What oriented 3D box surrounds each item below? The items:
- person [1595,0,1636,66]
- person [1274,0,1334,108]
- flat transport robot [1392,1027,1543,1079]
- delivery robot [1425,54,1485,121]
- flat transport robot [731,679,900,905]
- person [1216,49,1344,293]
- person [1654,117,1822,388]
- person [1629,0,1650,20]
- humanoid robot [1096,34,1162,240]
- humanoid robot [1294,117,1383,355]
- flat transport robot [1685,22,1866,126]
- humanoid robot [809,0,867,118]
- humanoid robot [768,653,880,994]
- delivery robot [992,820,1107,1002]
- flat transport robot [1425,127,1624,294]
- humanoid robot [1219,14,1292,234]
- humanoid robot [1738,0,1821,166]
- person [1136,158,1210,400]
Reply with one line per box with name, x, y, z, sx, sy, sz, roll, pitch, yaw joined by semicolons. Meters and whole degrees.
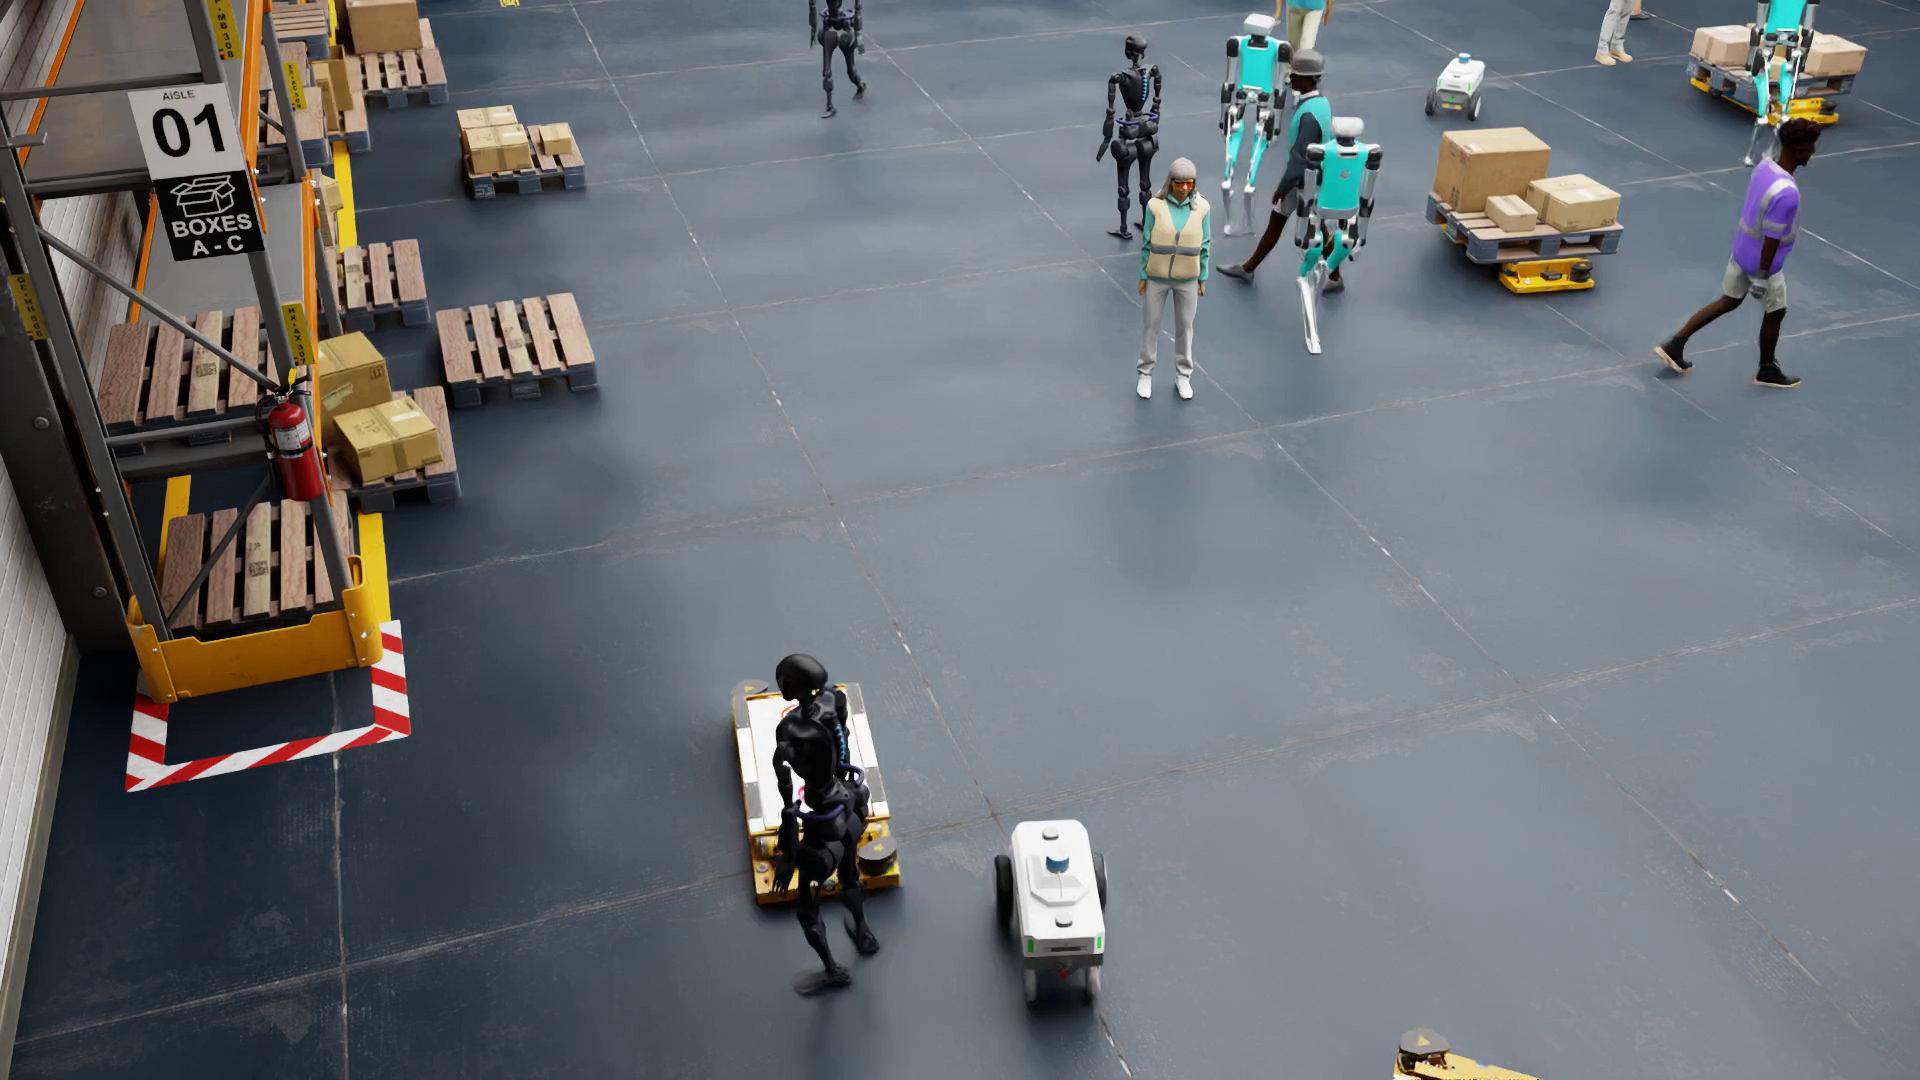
person;7.105;-5.979;17.563;0.468;1.871;0.357;-18;37;-25
person;3.468;-5.350;16.677;0.595;1.789;0.999;8;34;12
flat transport robot;1.837;2.454;6.095;0.659;0.231;1.431;12;35;17
delivery robot;4.965;-4.531;16.525;0.499;0.571;0.756;15;36;21
flat transport robot;-0.728;1.162;8.076;0.659;0.231;1.431;-6;34;-9
person;2.554;-2.769;12.630;1.016;1.876;0.563;1;33;2
person;5.428;-1.952;11.340;0.965;1.923;0.612;3;33;4
person;7.846;-6.846;19.069;0.375;1.675;0.462;-13;35;-19
humanoid robot;1.409;-3.309;13.632;0.599;1.657;0.315;-19;37;-26
humanoid robot;2.621;-2.268;12.040;0.536;1.824;0.874;-1;33;-2
flat transport robot;8.082;-4.480;16.730;0.659;0.231;1.431;-8;34;-13
humanoid robot;-1.173;-5.022;16.321;0.608;1.646;0.739;12;35;18
humanoid robot;-0.563;1.143;6.815;0.317;1.642;0.603;14;36;20
delivery robot;0.414;1.567;7.186;0.499;0.587;0.769;-2;33;-3
flat transport robot;4.514;-2.385;13.516;0.659;0.231;1.431;-6;34;-8
humanoid robot;2.343;-3.336;13.638;0.530;1.797;0.691;12;35;17
humanoid robot;7.375;-4.226;14.959;0.530;1.751;0.710;5;33;7
person;1.438;-1.770;11.260;0.464;1.706;0.367;1;33;1
